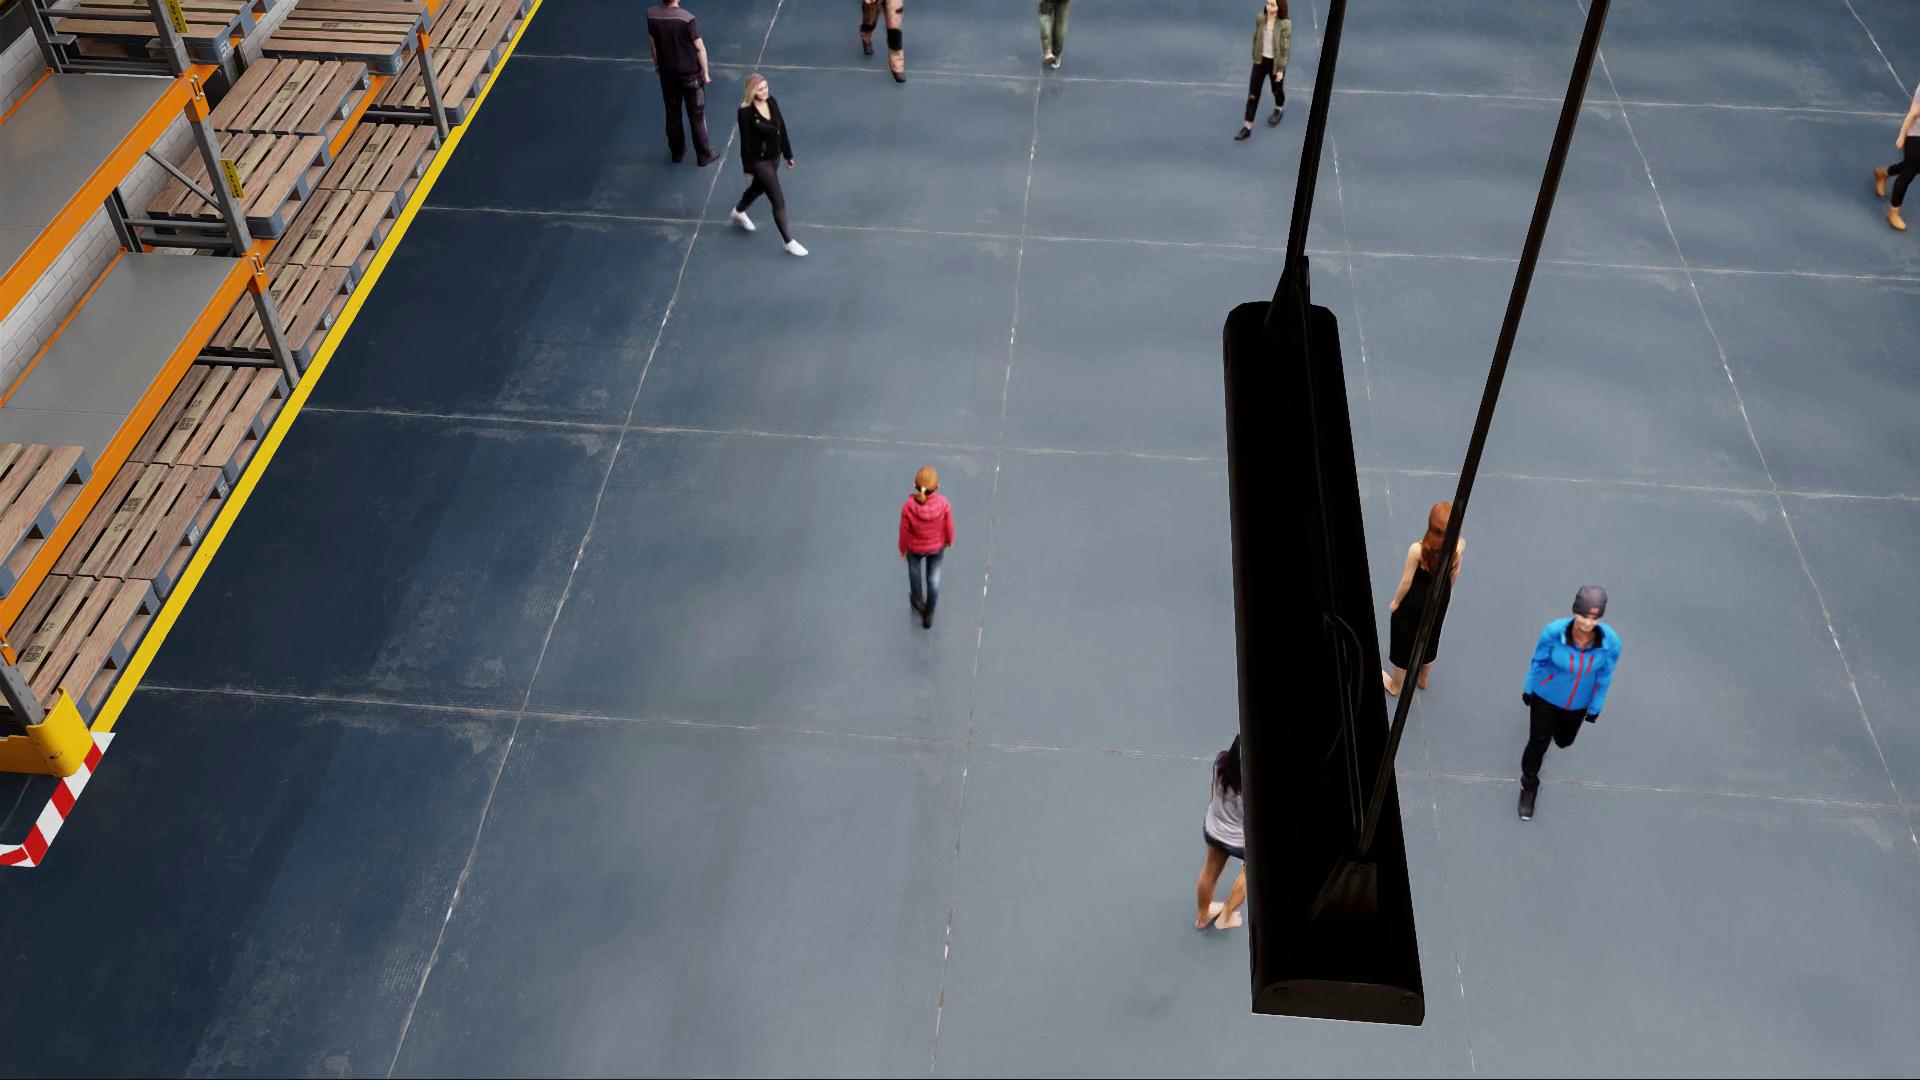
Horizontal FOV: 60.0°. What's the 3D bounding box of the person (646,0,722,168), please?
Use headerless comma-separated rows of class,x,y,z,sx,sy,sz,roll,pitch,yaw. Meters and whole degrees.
person,-2.622,-4.391,15.609,0.775,1.846,0.684,14,45,14

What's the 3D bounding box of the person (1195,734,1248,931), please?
person,1.474,1.686,9.322,0.702,1.719,0.750,34,53,30

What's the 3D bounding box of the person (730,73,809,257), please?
person,-1.791,-3.357,14.670,1.068,1.644,1.166,26,50,25

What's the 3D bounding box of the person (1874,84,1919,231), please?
person,8.661,-3.699,14.988,0.772,1.699,1.049,-4,44,-4

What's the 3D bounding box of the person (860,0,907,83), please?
person,-0.823,-5.681,16.997,0.935,1.800,1.288,-9,44,-9

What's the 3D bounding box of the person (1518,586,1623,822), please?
person,3.661,0.902,10.102,0.761,1.777,1.064,13,45,13

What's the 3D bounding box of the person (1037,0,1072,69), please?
person,0.996,-5.576,16.999,0.586,1.644,0.727,1,44,1

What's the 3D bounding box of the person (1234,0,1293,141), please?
person,3.055,-4.640,16.161,0.900,1.445,1.067,28,50,26

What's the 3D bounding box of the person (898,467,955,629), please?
person,-0.231,0.091,11.296,0.572,1.305,0.616,-2,44,-2

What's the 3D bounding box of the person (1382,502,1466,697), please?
person,2.998,0.389,10.751,0.654,1.625,0.667,-11,45,-11
